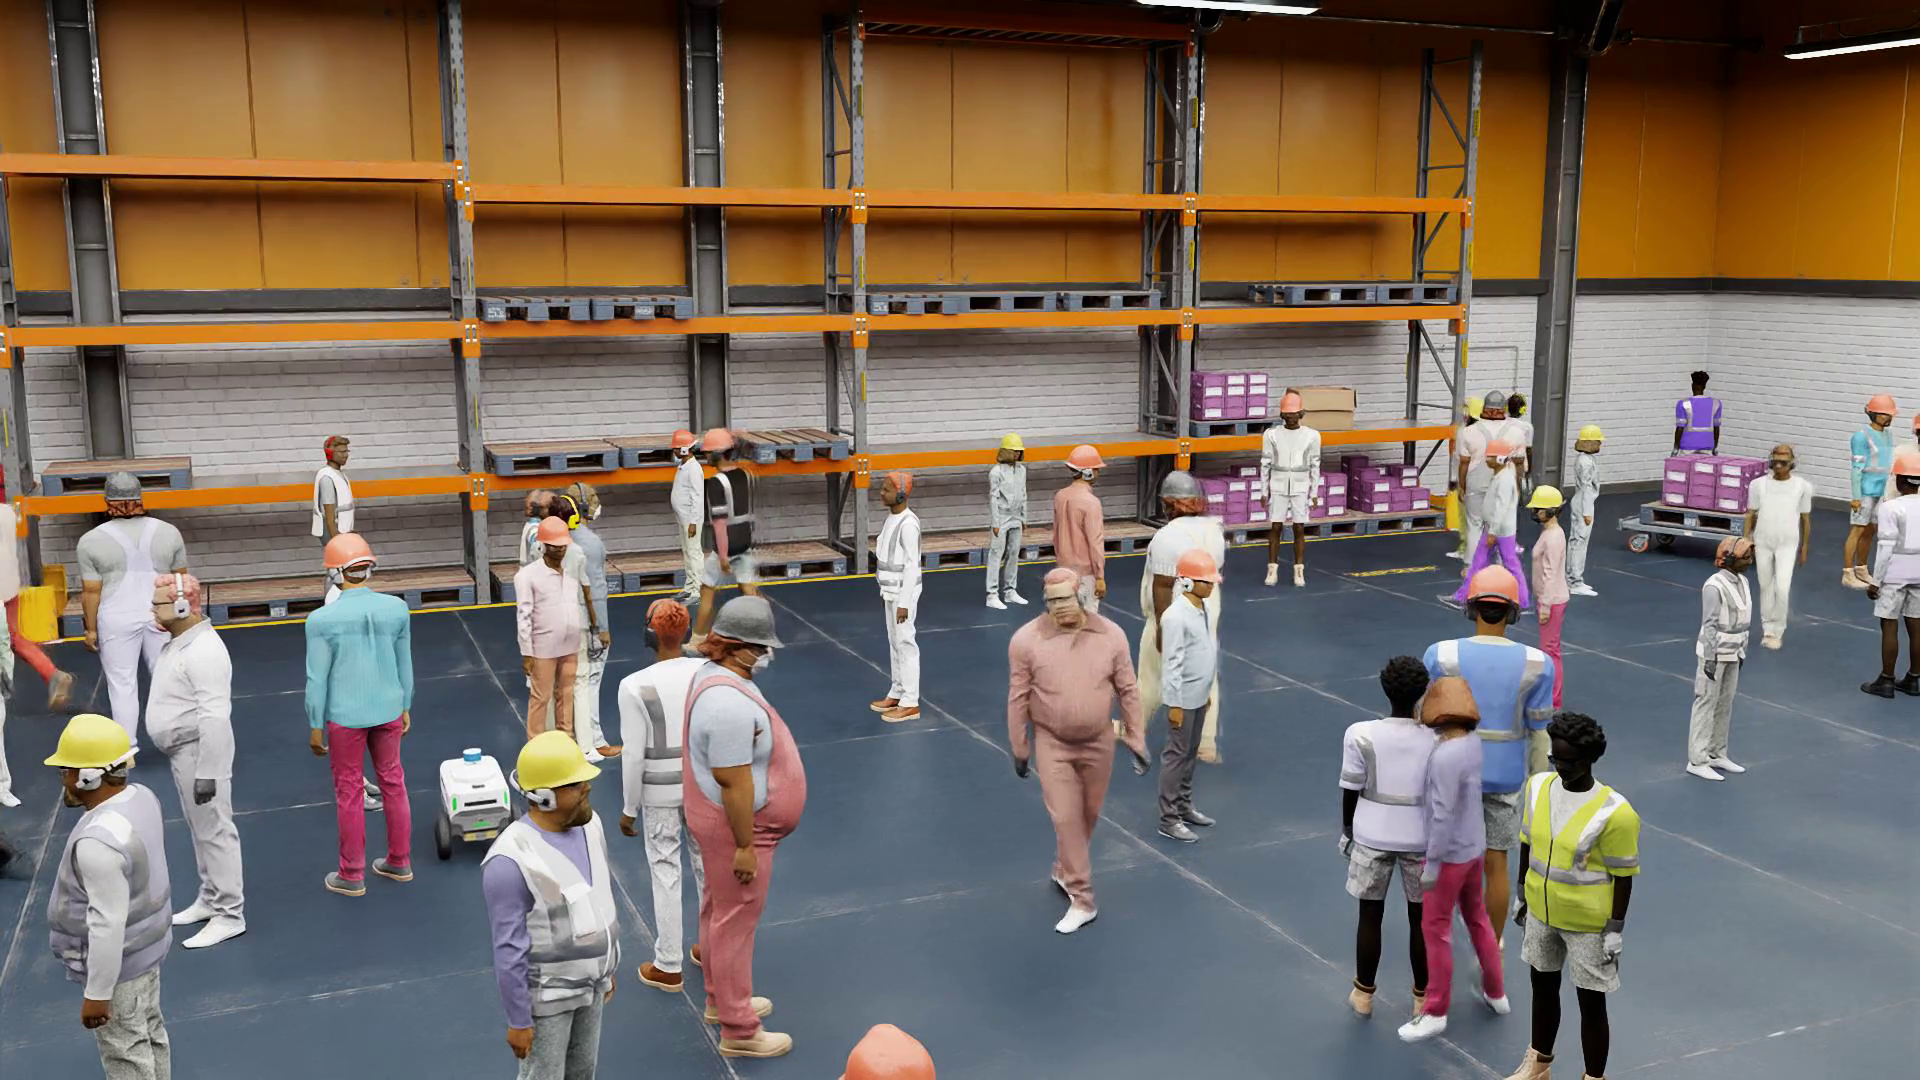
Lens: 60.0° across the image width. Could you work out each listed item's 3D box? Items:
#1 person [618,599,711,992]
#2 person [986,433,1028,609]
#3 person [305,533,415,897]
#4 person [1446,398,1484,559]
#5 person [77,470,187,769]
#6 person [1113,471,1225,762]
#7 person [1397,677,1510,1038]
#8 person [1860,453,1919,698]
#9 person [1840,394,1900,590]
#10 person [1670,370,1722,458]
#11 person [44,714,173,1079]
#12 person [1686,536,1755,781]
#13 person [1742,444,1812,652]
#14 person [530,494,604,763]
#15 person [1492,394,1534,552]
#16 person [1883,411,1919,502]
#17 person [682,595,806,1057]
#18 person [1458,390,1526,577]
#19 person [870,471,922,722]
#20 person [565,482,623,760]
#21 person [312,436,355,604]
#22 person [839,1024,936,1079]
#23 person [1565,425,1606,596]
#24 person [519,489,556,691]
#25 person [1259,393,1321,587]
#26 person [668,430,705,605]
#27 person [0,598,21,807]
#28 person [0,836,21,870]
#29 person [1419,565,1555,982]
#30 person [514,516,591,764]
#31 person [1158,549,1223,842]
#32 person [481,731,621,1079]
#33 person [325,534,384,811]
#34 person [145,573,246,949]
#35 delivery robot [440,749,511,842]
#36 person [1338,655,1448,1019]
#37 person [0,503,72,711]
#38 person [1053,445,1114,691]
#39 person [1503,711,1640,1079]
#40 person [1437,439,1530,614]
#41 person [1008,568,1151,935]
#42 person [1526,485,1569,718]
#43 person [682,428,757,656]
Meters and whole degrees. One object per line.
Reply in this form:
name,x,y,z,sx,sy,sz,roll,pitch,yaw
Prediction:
person,-1.354,1.208,7.913,0.575,1.882,0.361,-8,13,-39
person,0.490,-0.190,16.399,0.343,1.736,0.484,9,13,43
person,-3.288,0.947,9.121,0.407,1.986,0.614,8,13,40
person,5.715,-0.669,18.740,0.377,1.885,0.725,-4,11,-22
person,-5.657,0.529,11.366,0.676,2.000,0.536,-9,13,-42
person,1.460,0.489,11.597,0.705,2.000,0.942,-8,12,-38
person,2.256,1.414,7.501,0.406,1.611,0.709,7,12,36
person,7.408,0.279,13.103,0.552,1.935,0.368,-2,10,-11
person,9.489,-0.499,17.280,0.614,2.041,0.390,-6,12,-33
person,9.591,-1.223,21.687,0.602,1.961,0.367,0,10,1
person,-3.138,1.536,6.164,0.403,1.833,0.591,-2,10,-14
person,5.085,0.781,11.101,0.514,1.634,0.312,-8,13,-40
person,7.128,0.074,14.600,0.522,1.820,0.640,7,12,36
person,-2.678,0.613,11.374,0.534,1.869,0.315,3,10,19
person,6.388,-0.764,19.382,0.580,1.857,0.341,6,12,33
person,9.417,-0.305,16.337,0.415,1.976,0.637,-8,13,-39
person,-0.949,1.226,7.350,0.536,2.000,0.683,-3,10,-16
person,5.672,-0.593,17.829,0.687,2.000,0.538,2,10,11
person,-0.467,0.414,12.482,0.355,1.884,0.576,-3,10,-17
person,-2.601,0.559,11.490,0.372,1.940,0.630,-8,13,-39
person,-5.705,-0.033,15.171,0.373,1.840,0.571,-2,10,-13
person,-0.150,1.970,3.885,0.560,1.753,0.328,-8,12,-37
person,6.424,-0.312,17.066,0.297,1.744,0.487,2,10,12
person,-3.329,0.414,13.186,0.315,1.638,0.518,-3,10,-19
person,3.445,-0.510,17.394,0.629,2.041,0.418,2,10,13
person,-2.721,-0.228,16.571,0.331,1.745,0.561,-4,11,-23
person,-6.163,0.912,10.352,0.317,1.630,0.512,8,13,40
person,-5.743,0.976,9.269,0.974,1.890,0.548,1,10,6
person,2.499,1.125,7.988,0.615,2.028,0.409,2,10,10
person,-2.711,0.701,11.198,0.342,1.750,0.568,8,12,37
person,1.397,0.913,9.979,0.342,1.750,0.568,5,11,28
person,-1.418,1.574,5.931,0.404,1.836,0.600,4,10,19
person,-3.806,0.825,10.487,0.330,1.751,0.565,-3,10,-15
person,-3.894,1.105,8.436,0.399,1.908,0.643,-6,12,-33
delivery robot,-2.884,1.484,9.873,0.477,0.478,0.707,-4,11,-22
person,1.992,1.359,7.573,0.542,1.695,0.316,2,10,11
person,-7.183,0.379,12.425,0.837,1.965,0.613,2,10,9
person,0.964,0.241,13.151,0.379,1.996,0.611,-5,11,-28
person,2.456,1.510,6.708,0.317,1.693,0.540,-6,12,-31
person,5.135,-0.123,16.072,0.884,1.700,0.590,1,10,4
person,0.615,1.071,8.752,0.718,1.875,0.657,-2,10,-9
person,4.423,0.461,12.584,0.349,1.758,0.522,3,10,17
person,-2.087,0.037,14.323,1.001,1.996,0.618,5,11,26
